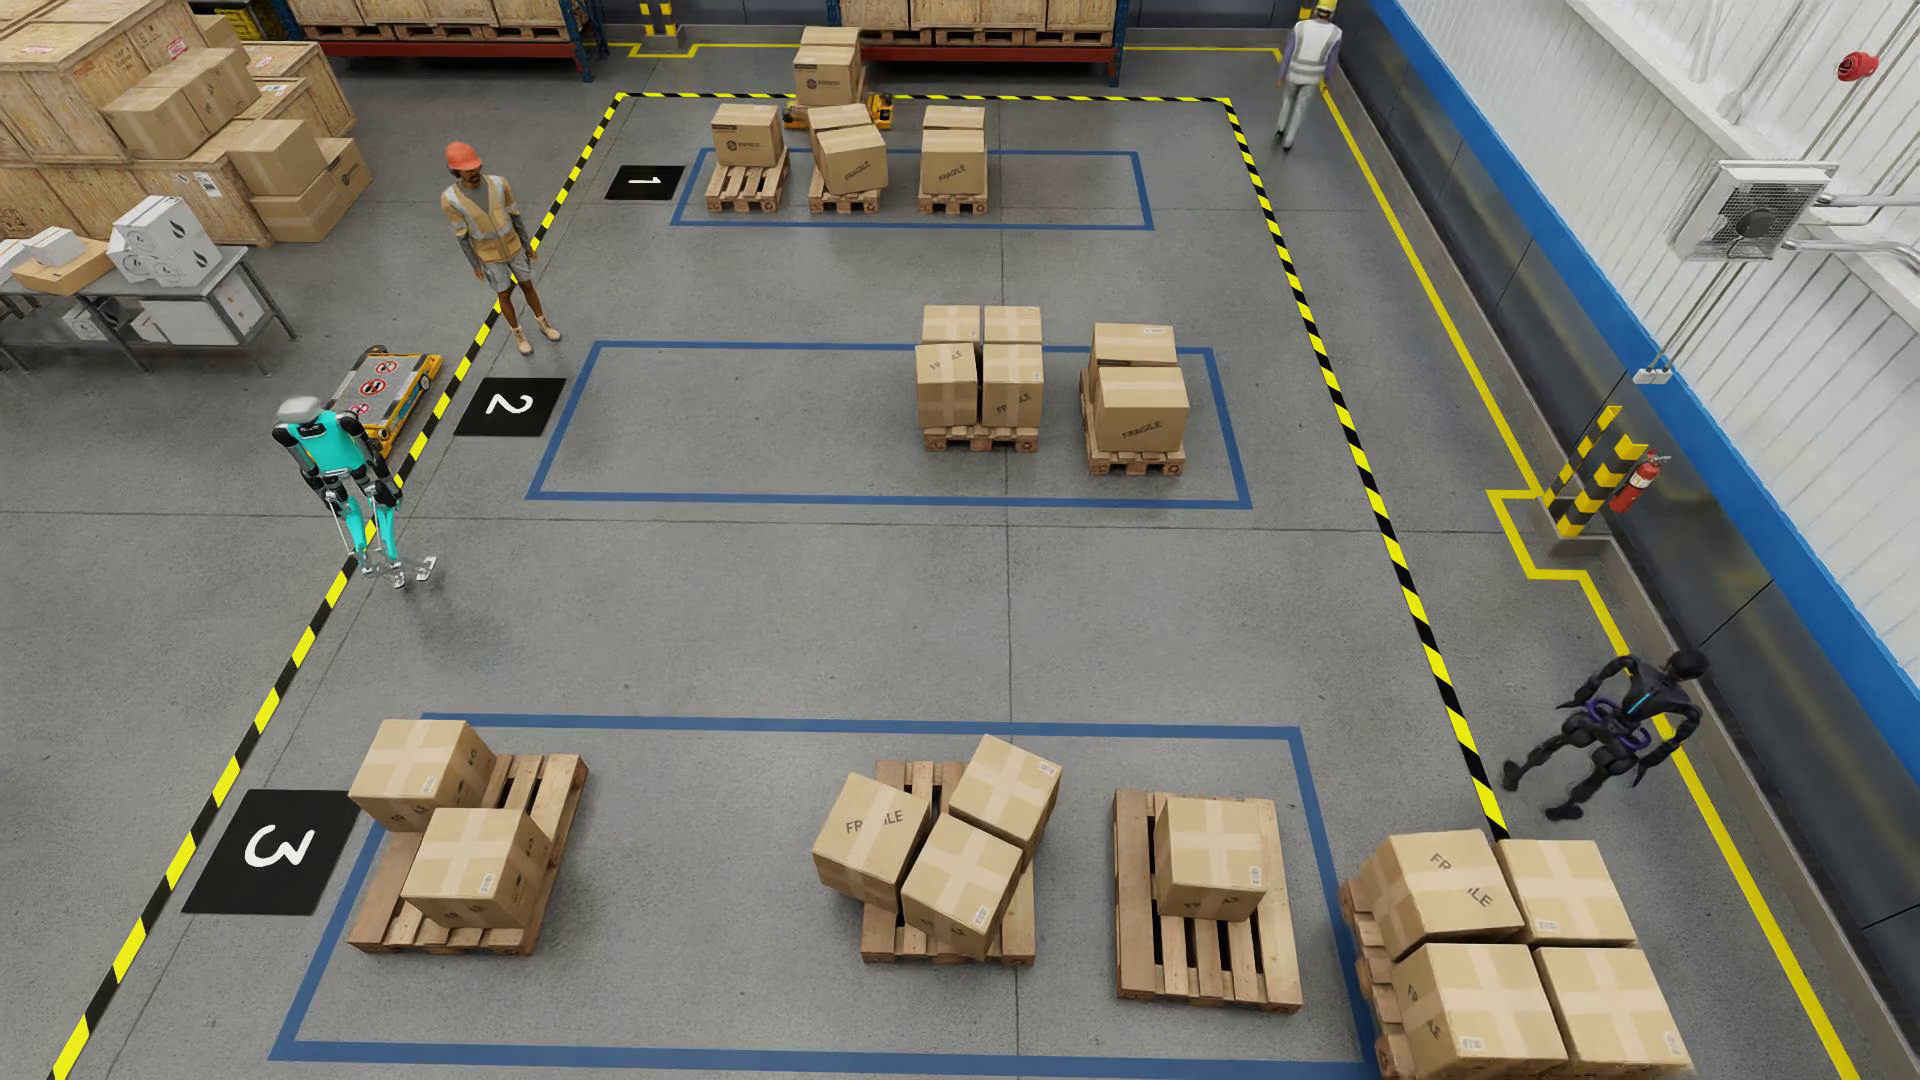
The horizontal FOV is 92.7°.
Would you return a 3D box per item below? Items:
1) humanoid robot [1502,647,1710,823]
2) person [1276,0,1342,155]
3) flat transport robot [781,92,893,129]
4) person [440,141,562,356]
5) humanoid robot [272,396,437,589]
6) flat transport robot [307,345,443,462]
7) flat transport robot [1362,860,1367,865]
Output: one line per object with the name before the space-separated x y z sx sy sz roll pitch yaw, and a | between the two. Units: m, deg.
humanoid robot | 3.844 1.164 5.456 0.390 1.638 0.585 -25 54 -20
person | 4.255 -5.729 11.206 0.626 1.800 0.795 19 52 16
flat transport robot | -1.625 -5.727 12.194 1.431 0.197 0.652 1 50 1
person | -4.235 -2.662 8.456 0.607 2.048 0.365 -36 58 -26
humanoid robot | -4.282 -0.202 6.491 0.533 1.672 0.735 -11 51 -9
flat transport robot | -5.383 -1.269 8.441 0.659 0.231 1.431 1 50 1
flat transport robot | 2.829 2.526 5.211 0.652 0.197 1.431 1 50 1
